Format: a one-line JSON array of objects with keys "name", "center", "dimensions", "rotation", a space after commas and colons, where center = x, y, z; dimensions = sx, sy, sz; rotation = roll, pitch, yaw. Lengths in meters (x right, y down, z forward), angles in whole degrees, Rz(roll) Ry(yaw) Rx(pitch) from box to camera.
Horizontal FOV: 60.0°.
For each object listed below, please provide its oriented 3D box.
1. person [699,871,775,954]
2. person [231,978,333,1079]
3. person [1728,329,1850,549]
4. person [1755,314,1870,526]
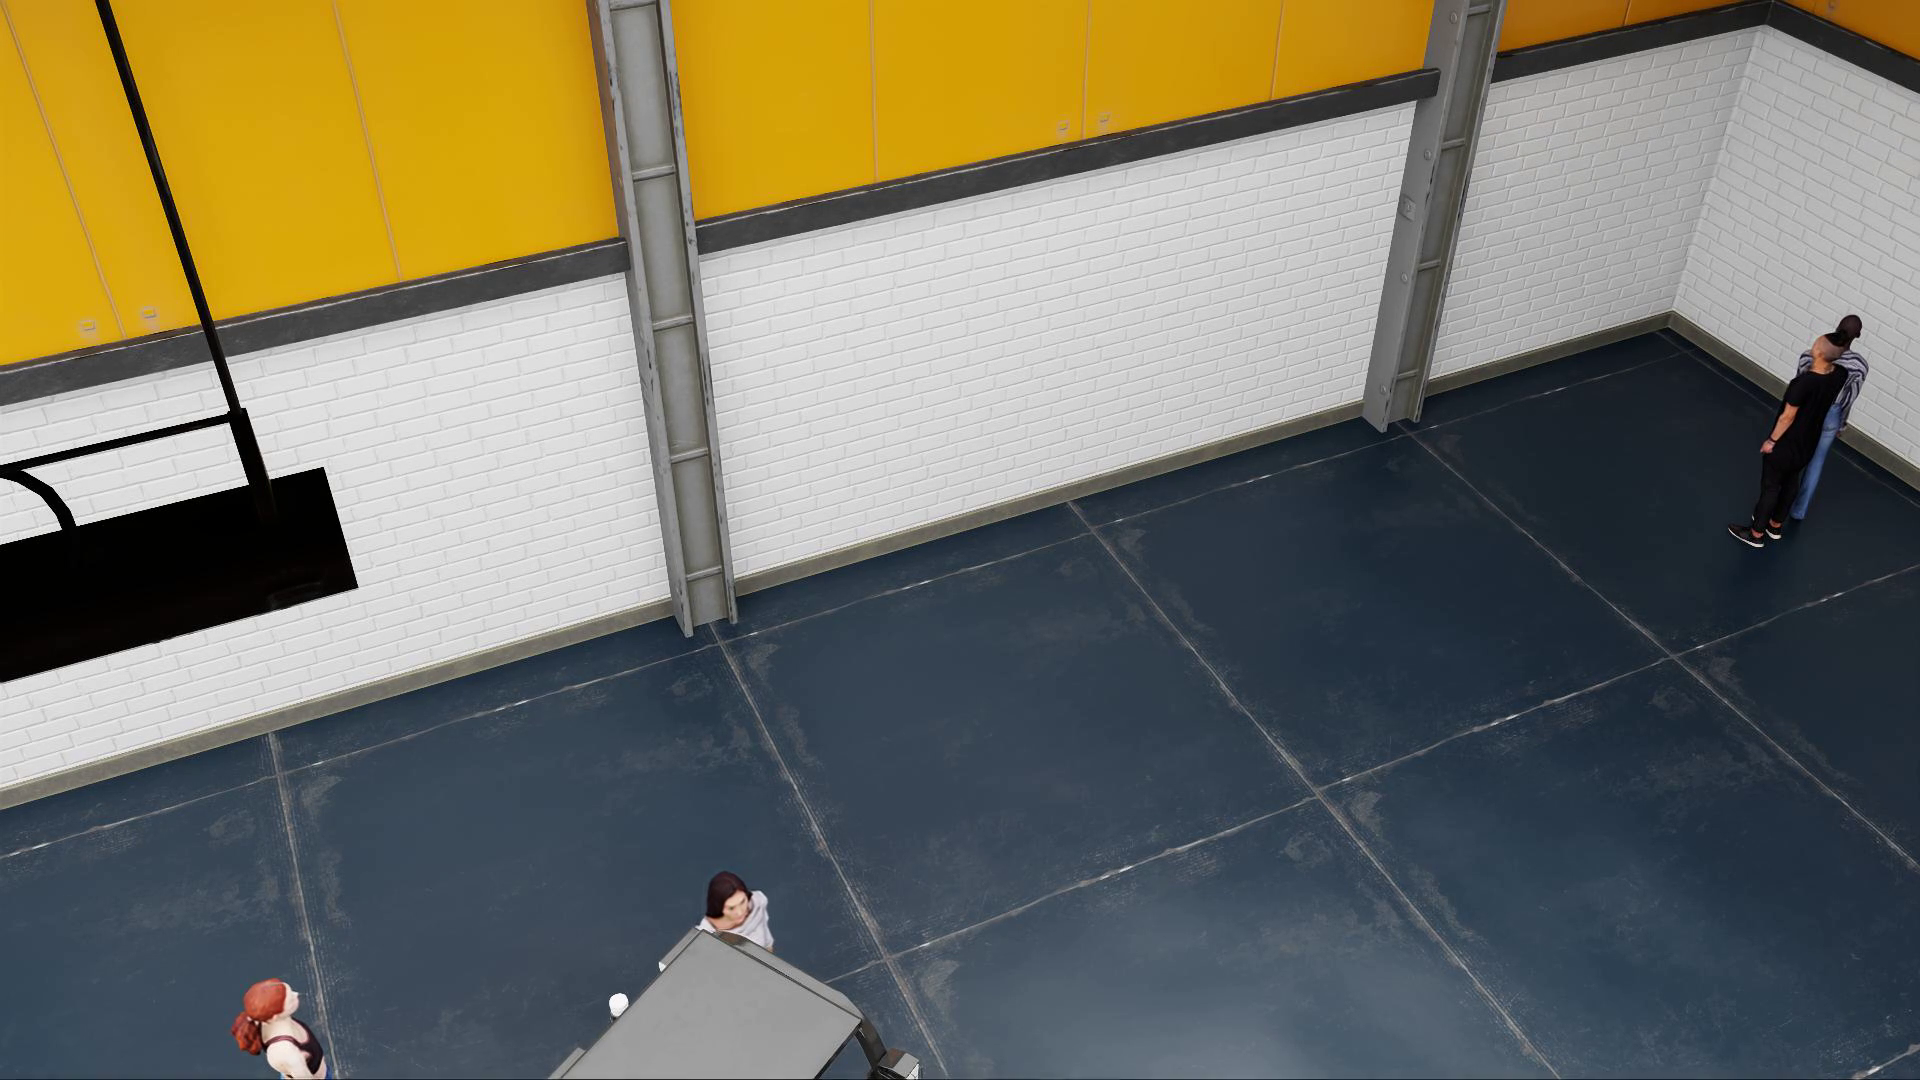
[{"name": "person", "center": [-1.149, 2.251, 8.536], "dimensions": [0.732, 1.631, 0.578], "rotation": [31, 48, 33]}, {"name": "person", "center": [-3.072, 2.672, 7.887], "dimensions": [0.657, 1.784, 0.631], "rotation": [-28, 46, -31]}, {"name": "person", "center": [6.091, -0.763, 12.124], "dimensions": [0.534, 1.864, 0.751], "rotation": [-19, 43, -23]}, {"name": "person", "center": [6.325, -0.881, 12.326], "dimensions": [0.698, 1.795, 0.767], "rotation": [11, 40, 14]}]
